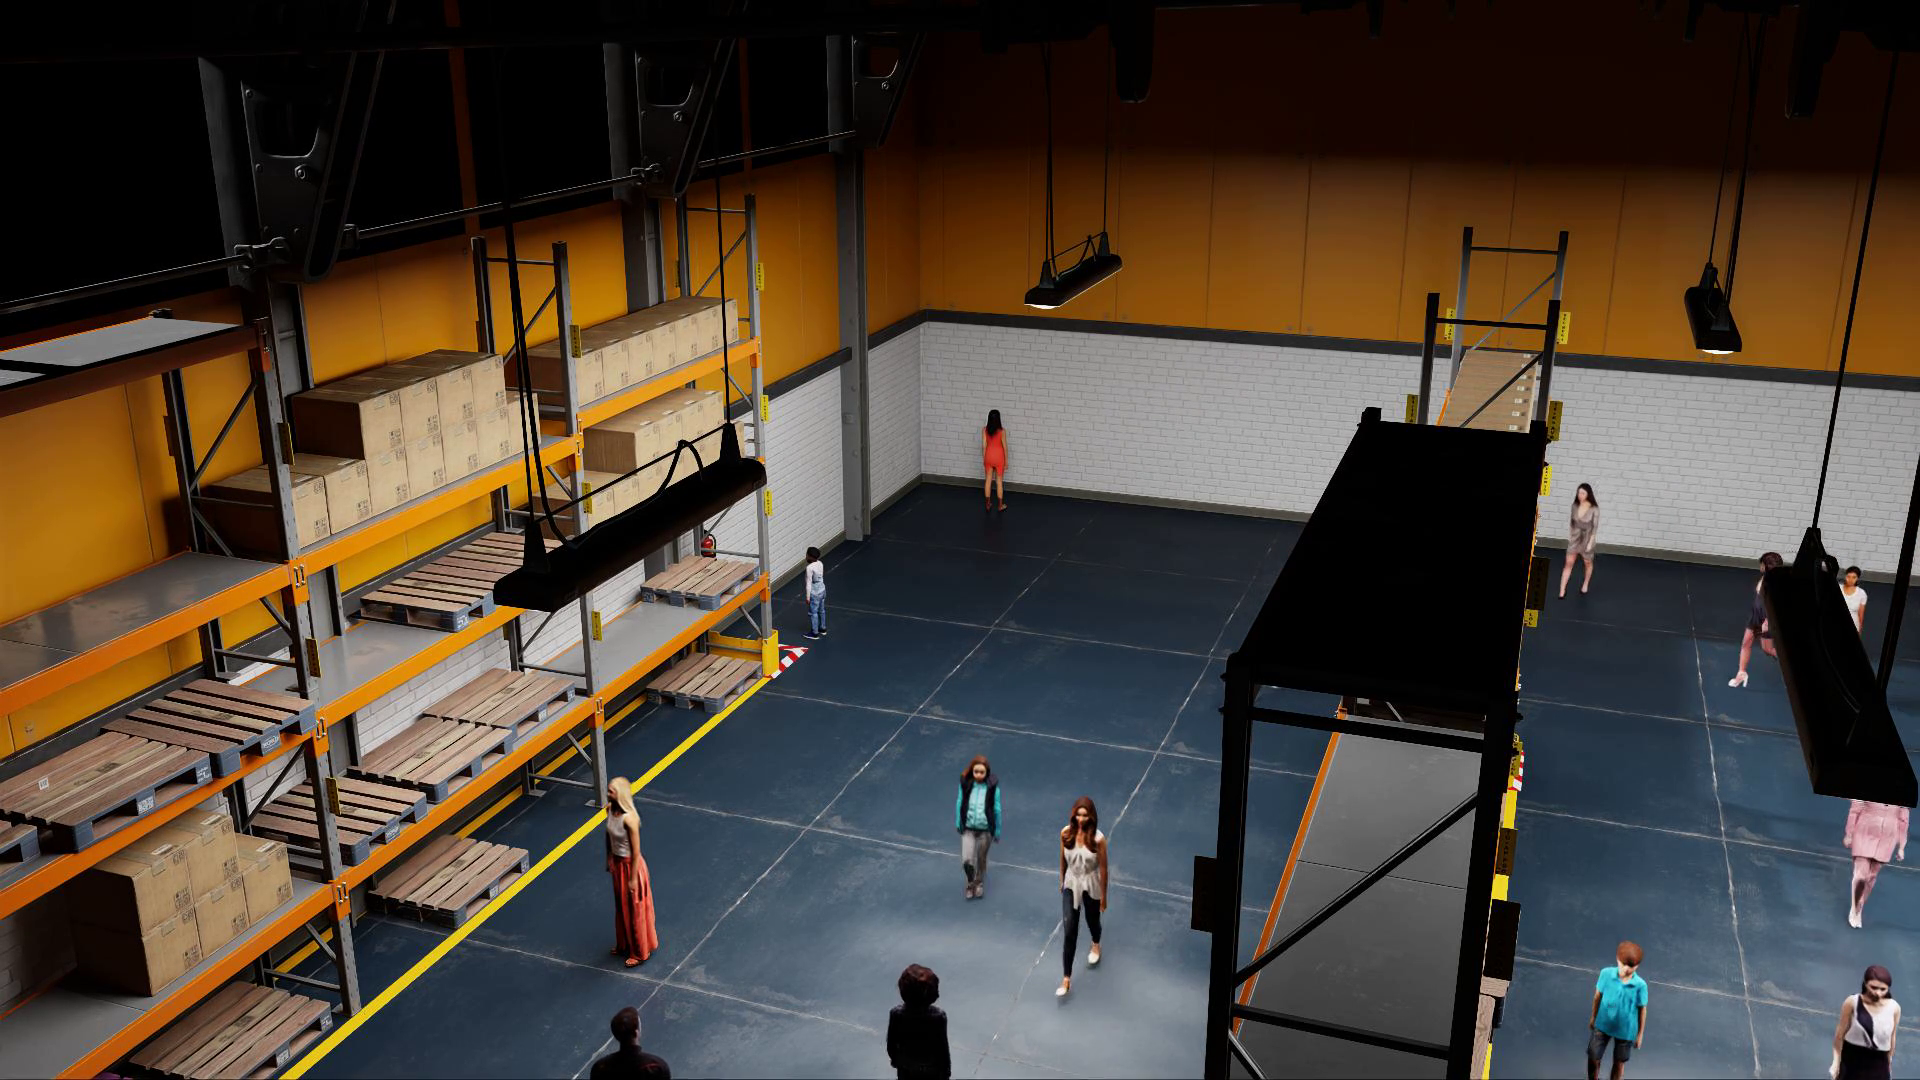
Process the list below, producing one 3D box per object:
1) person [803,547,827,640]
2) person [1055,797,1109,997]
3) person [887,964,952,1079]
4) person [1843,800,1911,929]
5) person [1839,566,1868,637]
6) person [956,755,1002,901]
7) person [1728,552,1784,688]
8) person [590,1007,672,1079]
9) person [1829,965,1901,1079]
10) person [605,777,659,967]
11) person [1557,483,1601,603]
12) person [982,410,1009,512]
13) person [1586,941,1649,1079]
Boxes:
[{"bbox_3d":[-1.928,0.688,22.194,0.560,1.258,0.455,10,21,28],"label":"person"},{"bbox_3d":[1.114,3.023,14.510,0.601,1.738,1.117,6,20,19],"label":"person"},{"bbox_3d":[-0.305,3.896,12.018,0.750,1.674,0.949,3,19,9],"label":"person"},{"bbox_3d":[8.408,2.723,15.323,0.660,1.788,0.637,5,19,13],"label":"person"},{"bbox_3d":[10.879,1.078,20.456,0.669,1.629,0.776,12,22,33],"label":"person"},{"bbox_3d":[0.180,2.695,15.868,0.654,1.492,0.673,2,19,7],"label":"person"},{"bbox_3d":[9.950,1.016,20.431,0.917,1.763,1.045,-2,19,-6],"label":"person"},{"bbox_3d":[-2.184,4.030,11.249,0.775,1.911,0.744,-1,19,-3],"label":"person"},{"bbox_3d":[6.634,3.825,12.286,0.631,1.636,0.686,4,19,13],"label":"person"},{"bbox_3d":[-2.943,2.915,14.730,0.750,1.801,0.730,-14,23,-36],"label":"person"},{"bbox_3d":[8.817,0.042,23.443,0.869,1.686,1.186,16,24,39],"label":"person"},{"bbox_3d":[0.571,-1.321,27.439,0.591,1.719,0.531,5,19,16],"label":"person"},{"bbox_3d":[5.098,3.720,12.899,0.588,1.444,0.595,11,21,29],"label":"person"}]
